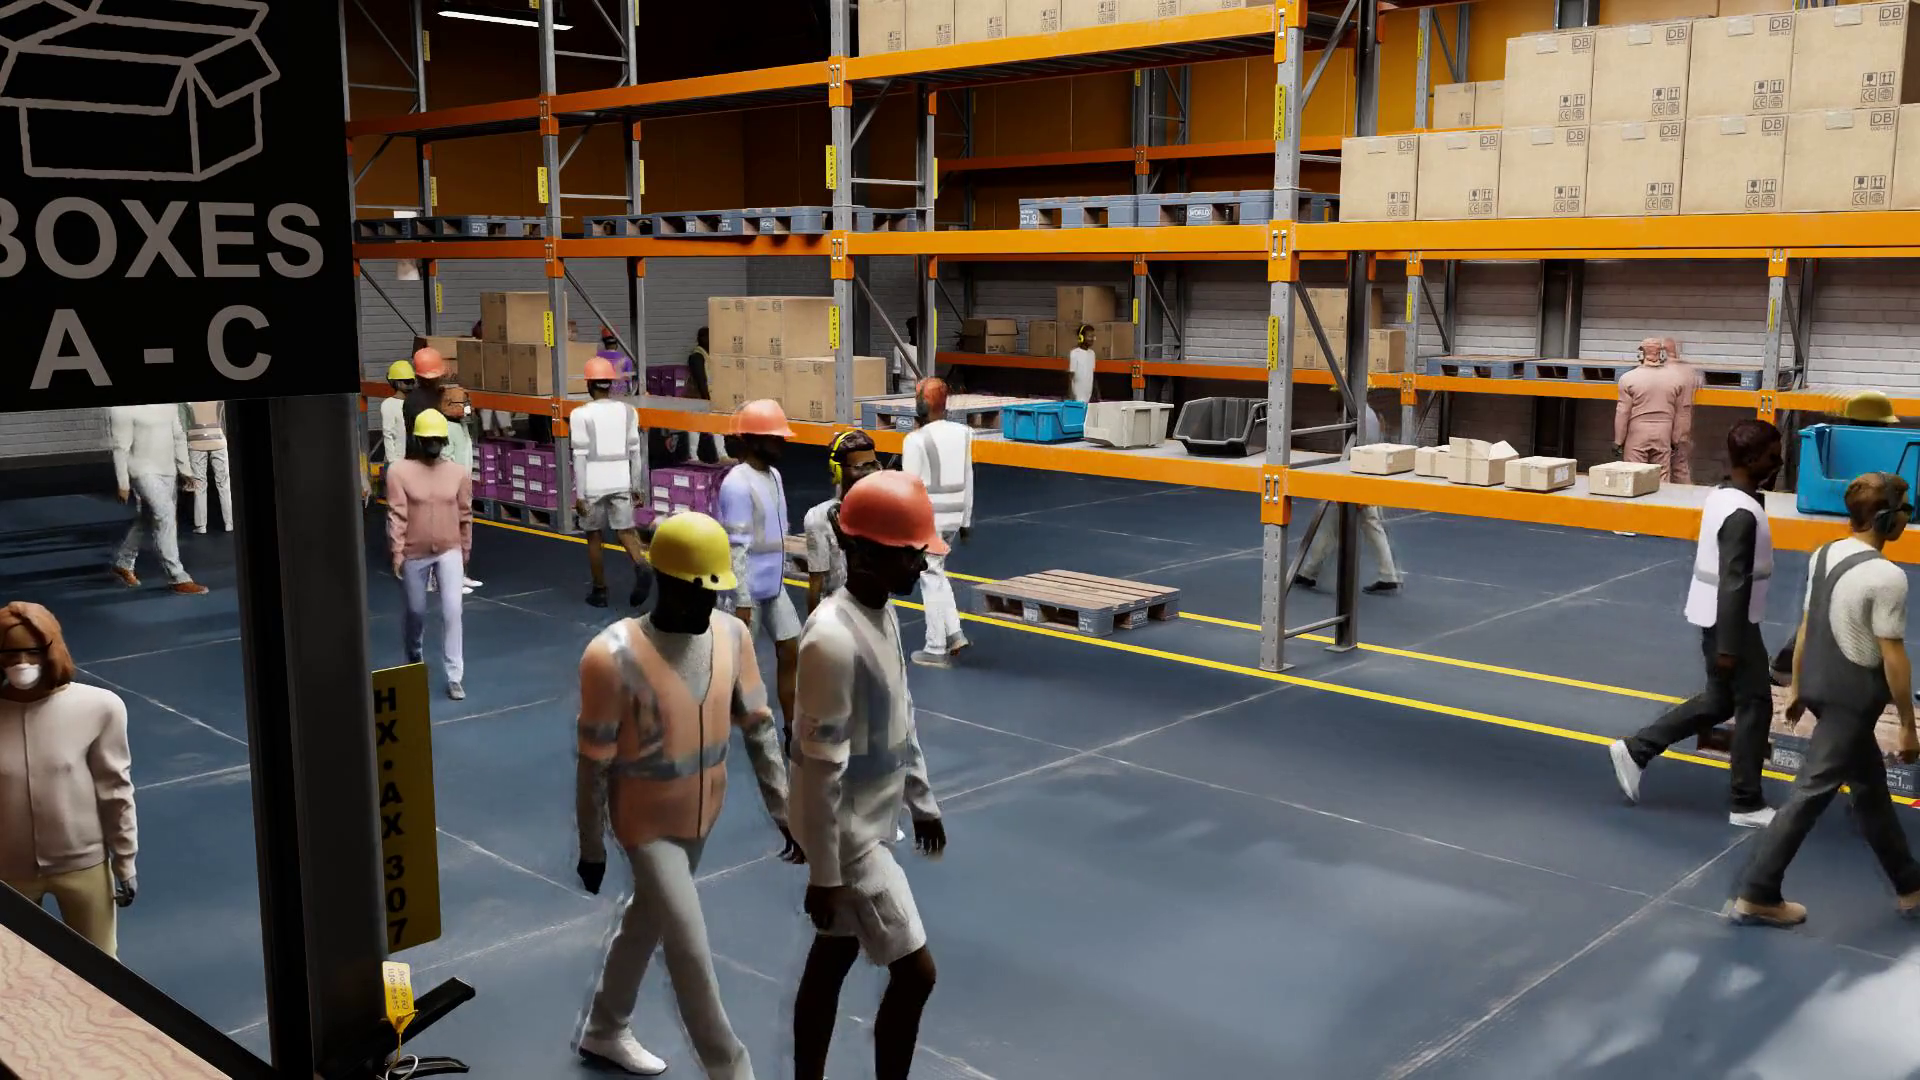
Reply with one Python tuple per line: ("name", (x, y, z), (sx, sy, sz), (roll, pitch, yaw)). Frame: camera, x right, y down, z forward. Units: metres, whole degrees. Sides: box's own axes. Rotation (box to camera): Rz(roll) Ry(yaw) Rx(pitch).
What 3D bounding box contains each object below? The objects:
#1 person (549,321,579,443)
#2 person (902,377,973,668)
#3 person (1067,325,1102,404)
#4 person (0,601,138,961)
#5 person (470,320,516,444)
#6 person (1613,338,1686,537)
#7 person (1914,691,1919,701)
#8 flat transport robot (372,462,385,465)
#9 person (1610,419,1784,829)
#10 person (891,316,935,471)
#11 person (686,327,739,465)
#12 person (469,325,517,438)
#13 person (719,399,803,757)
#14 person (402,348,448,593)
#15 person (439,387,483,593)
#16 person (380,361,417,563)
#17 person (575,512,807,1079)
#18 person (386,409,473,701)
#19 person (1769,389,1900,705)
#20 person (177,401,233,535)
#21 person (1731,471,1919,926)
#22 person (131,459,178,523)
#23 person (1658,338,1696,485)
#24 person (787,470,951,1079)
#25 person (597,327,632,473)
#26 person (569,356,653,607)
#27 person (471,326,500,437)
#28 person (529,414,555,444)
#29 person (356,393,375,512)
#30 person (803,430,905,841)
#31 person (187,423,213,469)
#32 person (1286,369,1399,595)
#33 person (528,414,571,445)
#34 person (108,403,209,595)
("person", (-5.067, -1.928, 21.823), (0.816, 1.876, 0.655), (1, 9, 8))
("person", (-0.179, -0.103, 10.651), (0.412, 1.872, 0.602), (8, 12, 40))
("person", (1.670, -1.803, 21.145), (0.767, 1.846, 0.555), (7, 11, 35))
("person", (-2.660, 0.971, 4.840), (0.496, 1.626, 0.285), (-4, 10, -24))
("person", (-6.899, -2.317, 24.403), (0.520, 1.821, 0.941), (7, 12, 38))
("person", (6.548, -0.968, 15.873), (0.639, 1.903, 0.409), (0, 9, 0))
("person", (5.885, 0.145, 9.531), (0.544, 1.743, 0.693), (-3, 10, -19))
("flat transport robot", (-7.181, -0.779, 19.696), (1.431, 0.197, 0.652), (-5, 11, -28))
("person", (3.476, 0.380, 7.631), (0.769, 1.892, 0.598), (3, 10, 18))
("person", (-0.577, -1.847, 21.059), (0.601, 1.967, 0.367), (-4, 10, -25))
("person", (-3.196, -1.823, 21.421), (0.829, 1.809, 0.634), (2, 9, 11))
("person", (-5.612, -1.626, 19.957), (0.562, 1.905, 0.435), (-1, 9, -7))
("person", (-1.131, 0.214, 8.634), (0.904, 1.912, 0.561), (3, 10, 20))
("person", (-4.251, -0.559, 13.240), (0.515, 1.944, 0.668), (1, 9, 4))
("person", (-3.990, -0.401, 13.215), (0.286, 1.634, 0.500), (0, 9, 1))
("person", (-4.836, -0.677, 14.500), (0.315, 1.769, 0.523), (2, 9, 10))
("person", (-0.835, 0.825, 4.993), (1.021, 1.860, 0.613), (7, 12, 37))
("person", (-3.221, 0.055, 10.109), (0.519, 1.736, 0.835), (-5, 10, -27))
("person", (5.153, 0.059, 9.651), (0.598, 1.886, 0.964), (-7, 11, -36))
("person", (-7.267, -0.865, 16.048), (0.513, 1.639, 0.311), (-6, 11, -32))
("person", (3.489, 0.628, 6.404), (0.984, 1.791, 0.530), (0, 9, 0))
("person", (-8.012, -1.021, 16.443), (0.662, 1.819, 0.540), (0, 9, 0))
("person", (7.063, -1.069, 16.586), (0.778, 1.870, 0.543), (-7, 12, -37))
("person", (-0.206, 0.808, 4.646), (0.714, 2.011, 0.639), (1, 9, 4))
("person", (-4.276, -1.671, 20.351), (0.537, 1.879, 1.003), (2, 10, 14))
("person", (-2.592, -0.404, 12.376), (0.553, 1.918, 0.780), (-7, 12, -36))
("person", (-5.948, -1.781, 21.002), (0.519, 1.861, 0.650), (0, 9, 2))
("person", (-5.199, -1.810, 20.745), (0.623, 1.992, 0.395), (1, 9, 4))
("person", (-6.494, -1.085, 17.483), (0.777, 1.609, 0.507), (8, 12, 41))
("person", (-0.458, 0.446, 7.301), (0.317, 1.870, 0.531), (7, 12, 38))
("person", (-9.685, -1.854, 20.996), (0.726, 2.014, 0.461), (-7, 12, -38))
("person", (3.069, -0.455, 13.092), (0.923, 1.783, 0.613), (6, 11, 34))
("person", (-5.270, -1.922, 21.299), (0.681, 2.000, 1.001), (-6, 11, -32))
("person", (-6.442, -0.519, 13.157), (0.991, 1.904, 0.634), (2, 9, 12))
